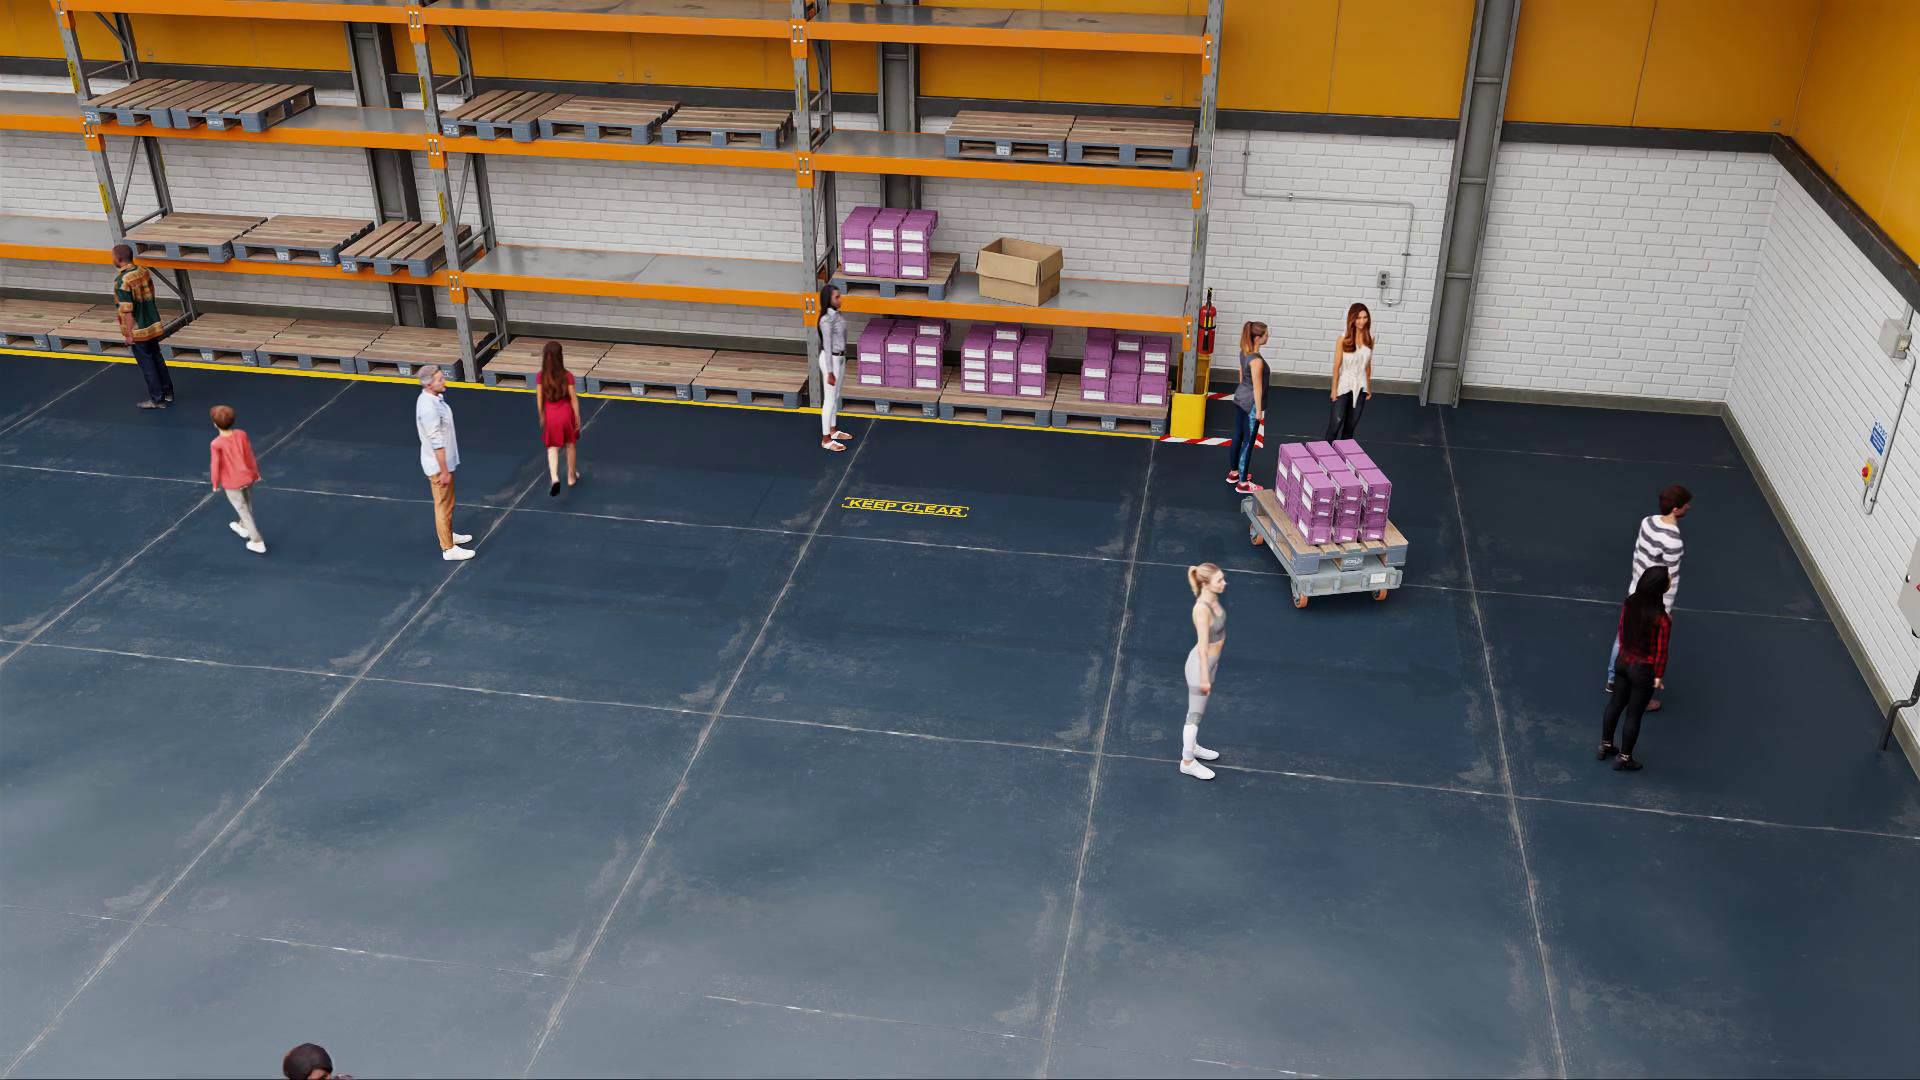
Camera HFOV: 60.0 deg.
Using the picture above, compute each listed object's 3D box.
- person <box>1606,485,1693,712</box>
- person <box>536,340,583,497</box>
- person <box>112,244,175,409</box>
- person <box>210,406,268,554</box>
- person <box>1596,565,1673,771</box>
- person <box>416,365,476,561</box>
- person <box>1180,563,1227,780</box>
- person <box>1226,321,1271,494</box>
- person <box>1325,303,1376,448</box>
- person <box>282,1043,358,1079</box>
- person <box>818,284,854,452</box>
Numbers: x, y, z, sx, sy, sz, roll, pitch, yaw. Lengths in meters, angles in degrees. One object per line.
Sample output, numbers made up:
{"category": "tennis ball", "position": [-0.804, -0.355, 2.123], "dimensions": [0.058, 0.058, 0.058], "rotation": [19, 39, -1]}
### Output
{"category": "person", "position": [5.291, 0.422, 12.767], "dimensions": [0.645, 1.854, 0.705], "rotation": [-4, 29, -7]}
{"category": "person", "position": [-3.860, -1.156, 15.986], "dimensions": [0.878, 1.539, 0.760], "rotation": [-2, 29, -5]}
{"category": "person", "position": [-8.761, -2.294, 17.793], "dimensions": [0.678, 1.808, 0.717], "rotation": [2, 29, 4]}
{"category": "person", "position": [-6.463, -0.527, 14.981], "dimensions": [0.894, 1.399, 0.724], "rotation": [17, 33, 29]}
{"category": "person", "position": [4.899, 0.924, 12.049], "dimensions": [0.684, 1.658, 0.664], "rotation": [-12, 31, -21]}
{"category": "person", "position": [-4.652, -0.717, 14.882], "dimensions": [0.740, 1.827, 0.764], "rotation": [-8, 30, -14]}
{"category": "person", "position": [1.748, 0.919, 12.012], "dimensions": [0.571, 1.704, 0.574], "rotation": [8, 30, 14]}
{"category": "person", "position": [2.790, -1.298, 16.054], "dimensions": [0.642, 1.724, 0.633], "rotation": [-6, 29, -11]}
{"category": "person", "position": [3.817, -1.480, 16.325], "dimensions": [0.609, 1.785, 0.723], "rotation": [-9, 30, -16]}
{"category": "person", "position": [-2.992, 3.097, 8.009], "dimensions": [0.683, 1.713, 0.729], "rotation": [-24, 37, -37]}
{"category": "person", "position": [-1.288, -1.780, 16.939], "dimensions": [0.509, 1.724, 0.599], "rotation": [6, 29, 11]}
